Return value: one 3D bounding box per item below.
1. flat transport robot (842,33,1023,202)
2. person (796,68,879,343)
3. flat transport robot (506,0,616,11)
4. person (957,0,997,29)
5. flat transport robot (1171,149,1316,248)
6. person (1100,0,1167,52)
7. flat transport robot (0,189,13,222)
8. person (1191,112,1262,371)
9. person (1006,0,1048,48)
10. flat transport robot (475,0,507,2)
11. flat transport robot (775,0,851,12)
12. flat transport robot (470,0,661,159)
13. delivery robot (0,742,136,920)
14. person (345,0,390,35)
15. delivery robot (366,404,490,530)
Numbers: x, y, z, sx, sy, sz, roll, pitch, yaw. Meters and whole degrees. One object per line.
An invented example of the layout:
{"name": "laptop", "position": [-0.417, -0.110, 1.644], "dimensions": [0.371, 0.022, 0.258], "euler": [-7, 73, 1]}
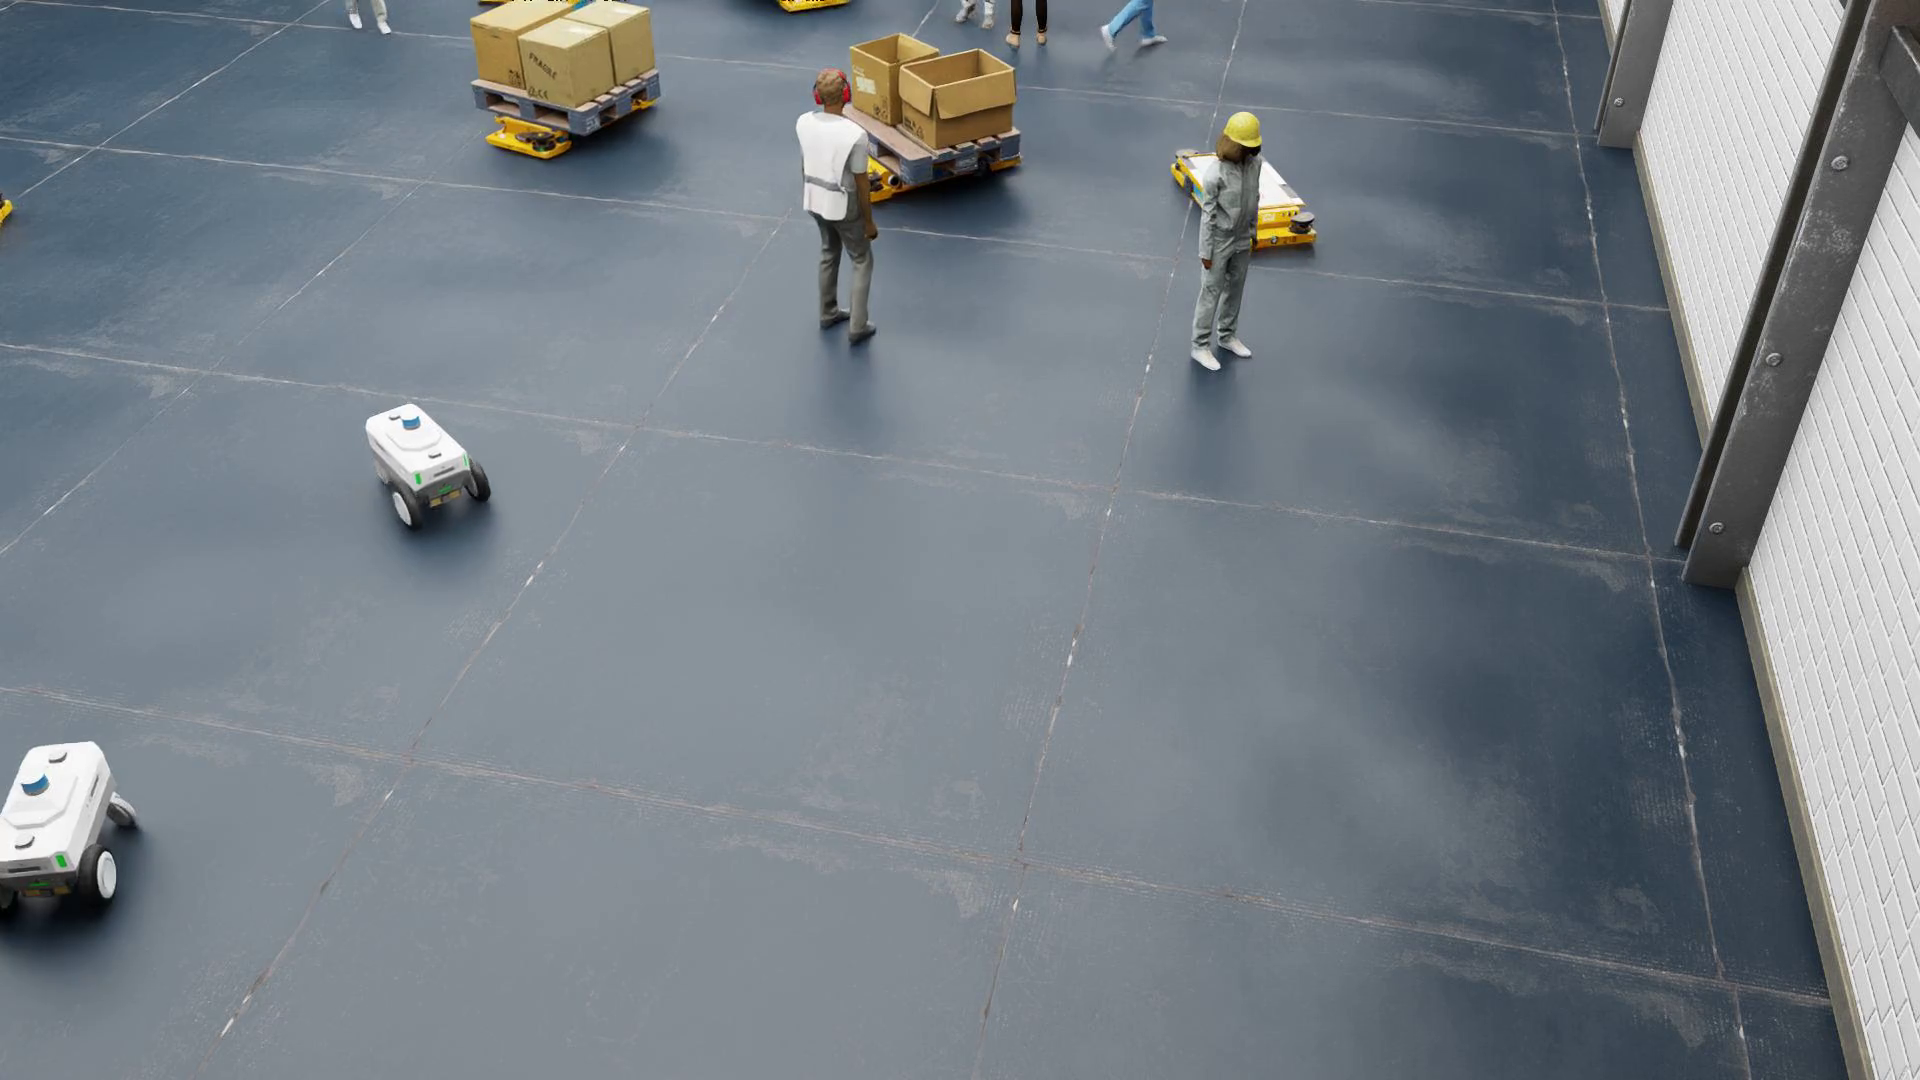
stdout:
{"name": "flat transport robot", "position": [-0.270, -3.045, 13.294], "dimensions": [1.431, 0.231, 0.659], "euler": [-20, 41, -24]}
{"name": "person", "position": [-0.792, -2.143, 10.788], "dimensions": [0.597, 1.823, 0.428], "euler": [26, 44, 30]}
{"name": "flat transport robot", "position": [-3.886, -5.338, 16.362], "dimensions": [0.659, 0.231, 1.431], "euler": [19, 41, 23]}
{"name": "person", "position": [0.286, -5.702, 15.536], "dimensions": [0.687, 1.841, 0.391], "euler": [9, 38, 11]}
{"name": "flat transport robot", "position": [2.155, -2.638, 12.749], "dimensions": [0.659, 0.231, 1.431], "euler": [-8, 37, -10]}
{"name": "person", "position": [1.622, -5.279, 15.079], "dimensions": [0.702, 1.706, 0.495], "euler": [-13, 39, -17]}
{"name": "flat transport robot", "position": [-7.949, -2.382, 12.406], "dimensions": [1.431, 0.231, 0.659], "euler": [-2, 37, -3]}
{"name": "person", "position": [1.711, -1.888, 10.524], "dimensions": [0.489, 1.730, 0.321], "euler": [-27, 45, -32]}
{"name": "person", "position": [0.614, -5.353, 15.187], "dimensions": [0.533, 1.696, 0.322], "euler": [-5, 37, -7]}
{"name": "flat transport robot", "position": [-4.407, -5.803, 16.983], "dimensions": [0.659, 0.231, 1.431], "euler": [4, 37, 5]}
{"name": "flat transport robot", "position": [-1.673, -5.676, 16.815], "dimensions": [0.659, 0.231, 1.431], "euler": [-16, 40, -20]}
{"name": "flat transport robot", "position": [-3.271, -3.601, 14.037], "dimensions": [0.659, 0.231, 1.431], "euler": [19, 41, 24]}
{"name": "delivery robot", "position": [-3.969, 1.273, 7.288], "dimensions": [0.519, 0.609, 0.780], "euler": [-5, 37, -7]}
{"name": "person", "position": [-5.622, -5.539, 15.488], "dimensions": [0.543, 1.622, 0.393], "euler": [-27, 44, -31]}
{"name": "delivery robot", "position": [-3.110, -0.456, 9.605], "dimensions": [0.499, 0.612, 0.814], "euler": [-27, 44, -31]}
